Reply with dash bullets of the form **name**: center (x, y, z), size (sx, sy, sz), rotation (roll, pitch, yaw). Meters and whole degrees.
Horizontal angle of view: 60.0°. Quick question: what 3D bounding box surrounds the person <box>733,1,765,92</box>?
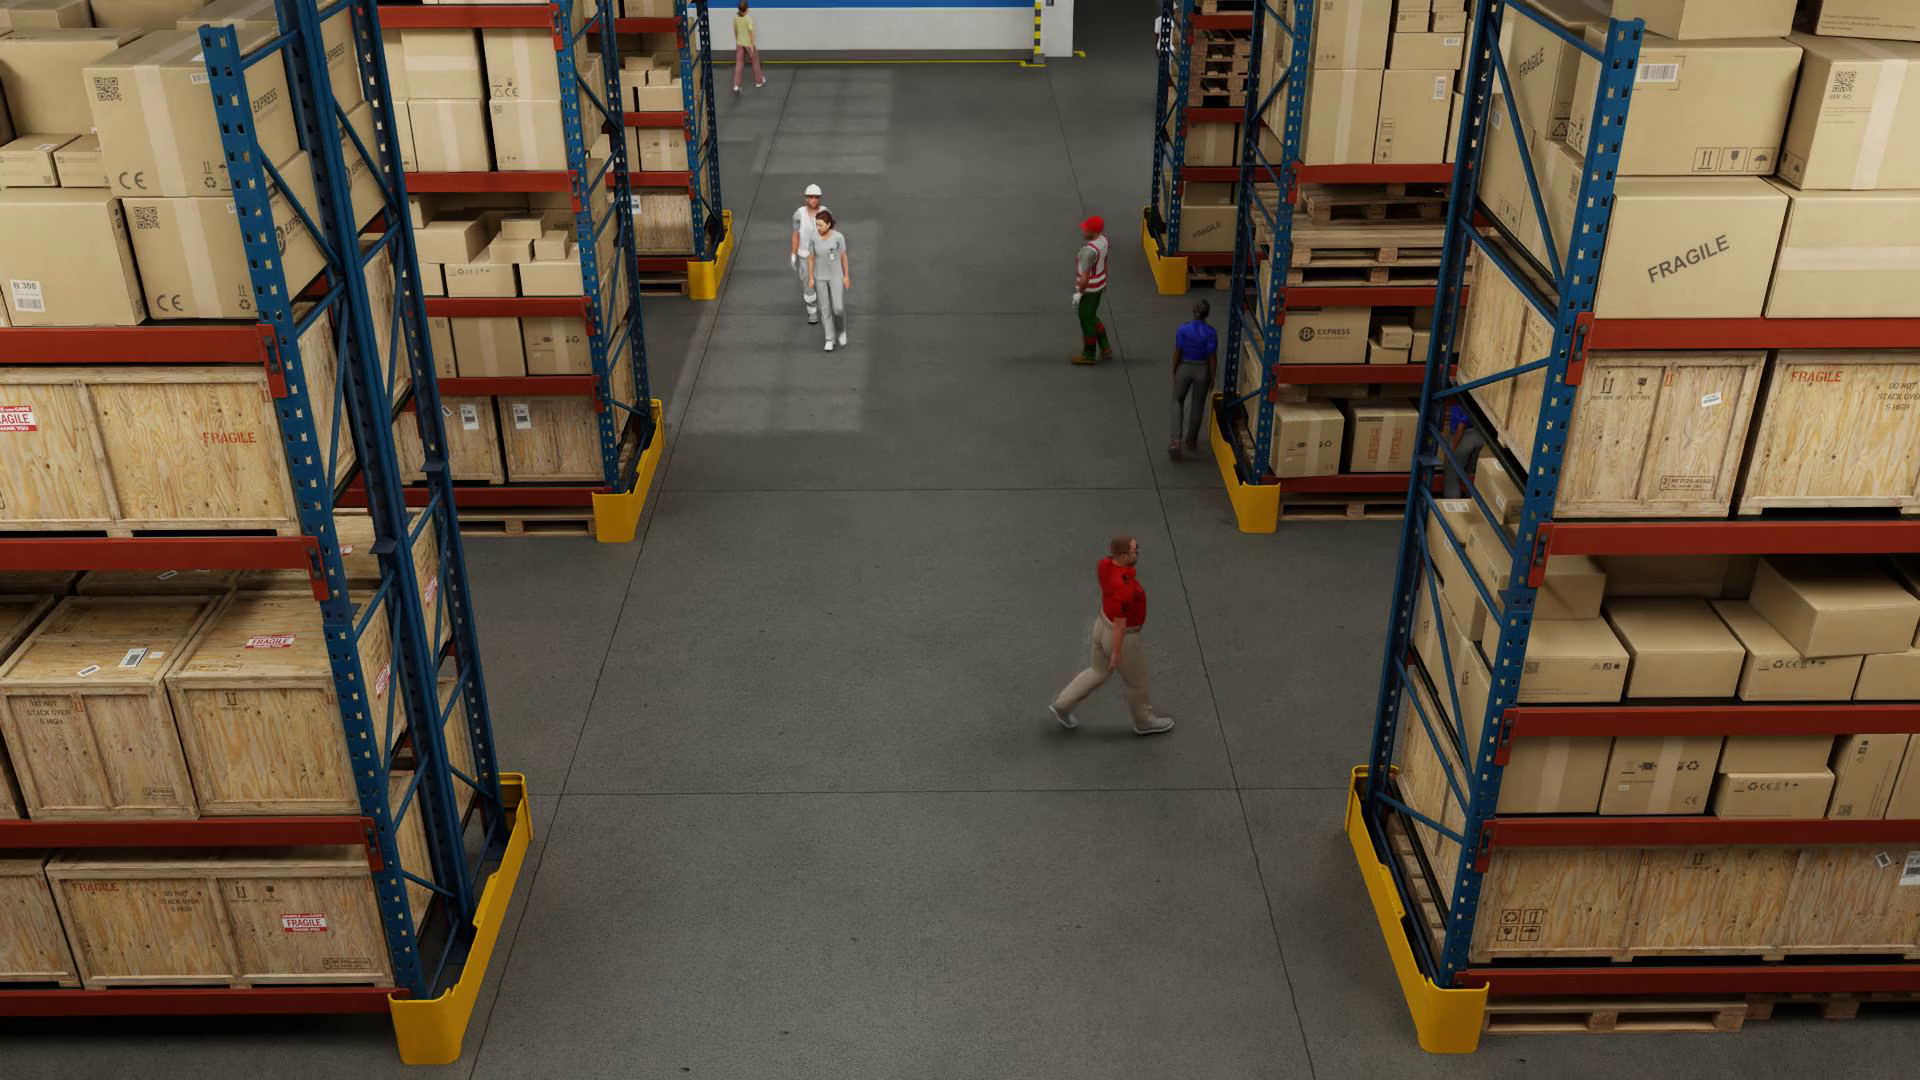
- **person**: center (-4.034, -9.322, 31.344), size (0.454, 1.632, 0.995), rotation (8, 29, 15)

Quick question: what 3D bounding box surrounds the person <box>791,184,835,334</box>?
- **person**: center (-1.782, -3.421, 20.244), size (0.551, 1.771, 0.818), rotation (-2, 28, -4)

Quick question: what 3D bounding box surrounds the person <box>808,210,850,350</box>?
- **person**: center (-1.560, -3.082, 19.689), size (0.489, 1.677, 0.421), rotation (4, 29, 7)

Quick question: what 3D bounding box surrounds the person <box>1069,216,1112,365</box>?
- **person**: center (1.545, -2.900, 19.261), size (0.453, 1.786, 0.590), rotation (15, 32, 25)

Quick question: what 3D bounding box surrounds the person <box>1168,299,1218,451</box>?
- **person**: center (2.411, -1.682, 17.133), size (0.454, 1.665, 0.559), rotation (5, 29, 9)

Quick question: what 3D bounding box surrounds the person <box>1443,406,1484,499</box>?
- **person**: center (4.746, -0.913, 15.721), size (0.434, 1.661, 0.342), rotation (-23, 36, -36)

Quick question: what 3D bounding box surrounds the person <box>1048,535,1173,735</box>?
- **person**: center (1.178, 0.721, 12.606), size (0.963, 1.700, 0.537), rotation (-9, 29, -16)

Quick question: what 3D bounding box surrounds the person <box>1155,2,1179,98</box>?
- **person**: center (3.864, -9.078, 30.790), size (0.366, 1.771, 0.565), rotation (-22, 35, -34)
